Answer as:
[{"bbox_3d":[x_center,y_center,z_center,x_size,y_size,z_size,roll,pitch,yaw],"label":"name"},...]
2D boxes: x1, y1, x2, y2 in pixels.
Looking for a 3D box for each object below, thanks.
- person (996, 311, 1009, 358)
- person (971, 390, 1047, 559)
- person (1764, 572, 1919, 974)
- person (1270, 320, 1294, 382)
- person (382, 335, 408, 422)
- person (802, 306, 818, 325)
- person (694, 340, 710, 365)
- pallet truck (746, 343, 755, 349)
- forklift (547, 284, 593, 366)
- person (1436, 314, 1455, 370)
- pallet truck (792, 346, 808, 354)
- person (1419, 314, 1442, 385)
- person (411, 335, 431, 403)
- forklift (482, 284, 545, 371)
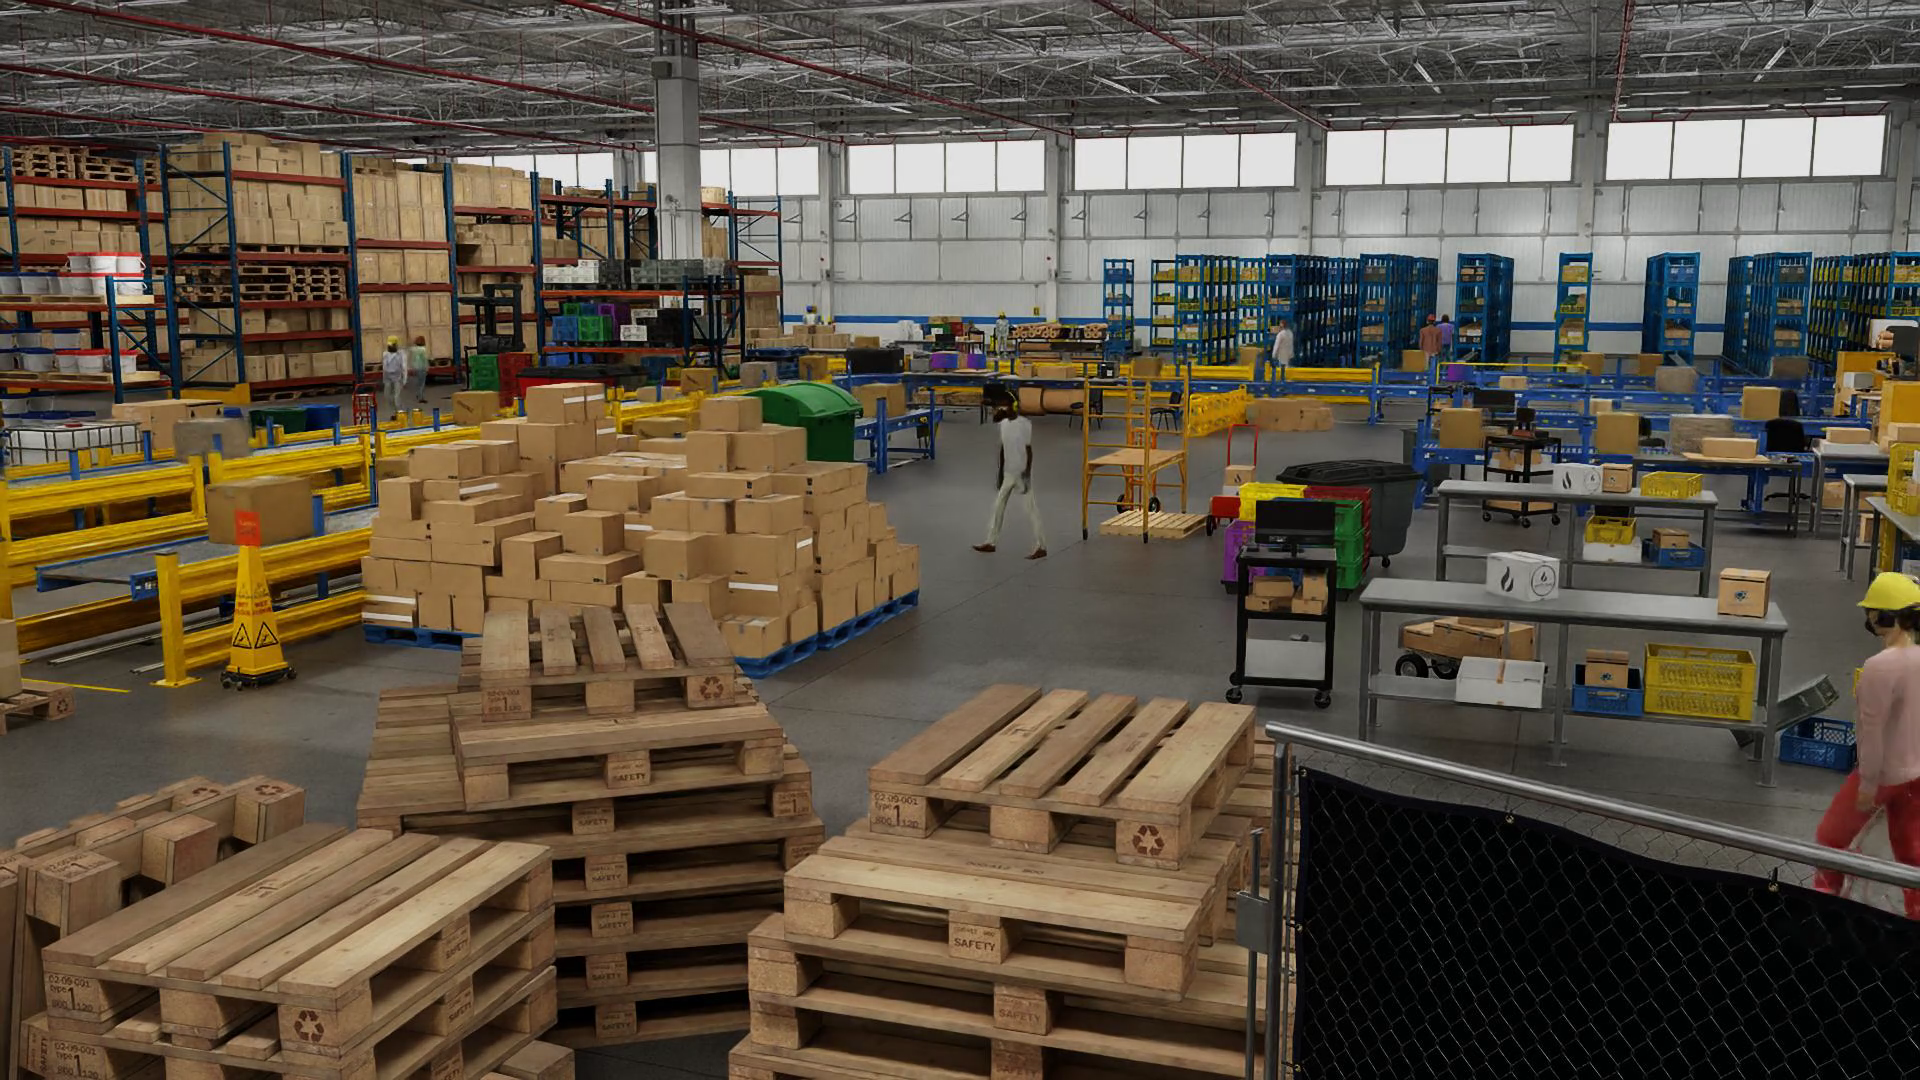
[{"bbox_3d":[1.547,-7.511,60.845,0.480,1.733,0.343,-1,9,-7],"label":"person"},{"bbox_3d":[0.533,-0.712,17.901,0.521,1.832,0.700,-8,12,-41],"label":"person"},{"bbox_3d":[4.002,0.998,7.374,0.544,1.732,0.783,-6,11,-34],"label":"person"},{"bbox_3d":[8.353,-4.791,43.364,0.980,1.851,0.674,8,12,40],"label":"person"},{"bbox_3d":[-11.504,-3.253,33.814,0.617,1.821,0.426,3,10,19],"label":"person"},{"bbox_3d":[-5.567,-7.772,62.000,0.620,1.900,1.013,-2,9,-10],"label":"person"},{"bbox_3d":[-6.087,-4.028,39.242,0.527,1.636,0.892,7,11,36],"label":"person"},{"bbox_3d":[-6.183,-4.618,44.264,1.601,1.201,0.680,-9,12,-43],"label":"pallet truck"},{"bbox_3d":[-11.009,-6.105,48.425,1.873,2.768,1.129,-5,10,-30],"label":"forklift"},{"bbox_3d":[14.793,-5.957,50.738,0.568,1.840,0.374,0,9,2],"label":"person"},{"bbox_3d":[-3.705,-4.298,42.022,0.653,1.274,1.630,3,10,20],"label":"pallet truck"},{"bbox_3d":[12.629,-5.071,44.697,0.612,1.995,0.393,1,9,7],"label":"person"},{"bbox_3d":[-12.772,-4.048,39.455,0.520,1.617,0.370,6,11,33],"label":"person"},{"bbox_3d":[-10.832,-4.702,39.610,1.129,2.768,1.873,3,10,20],"label":"forklift"}]
